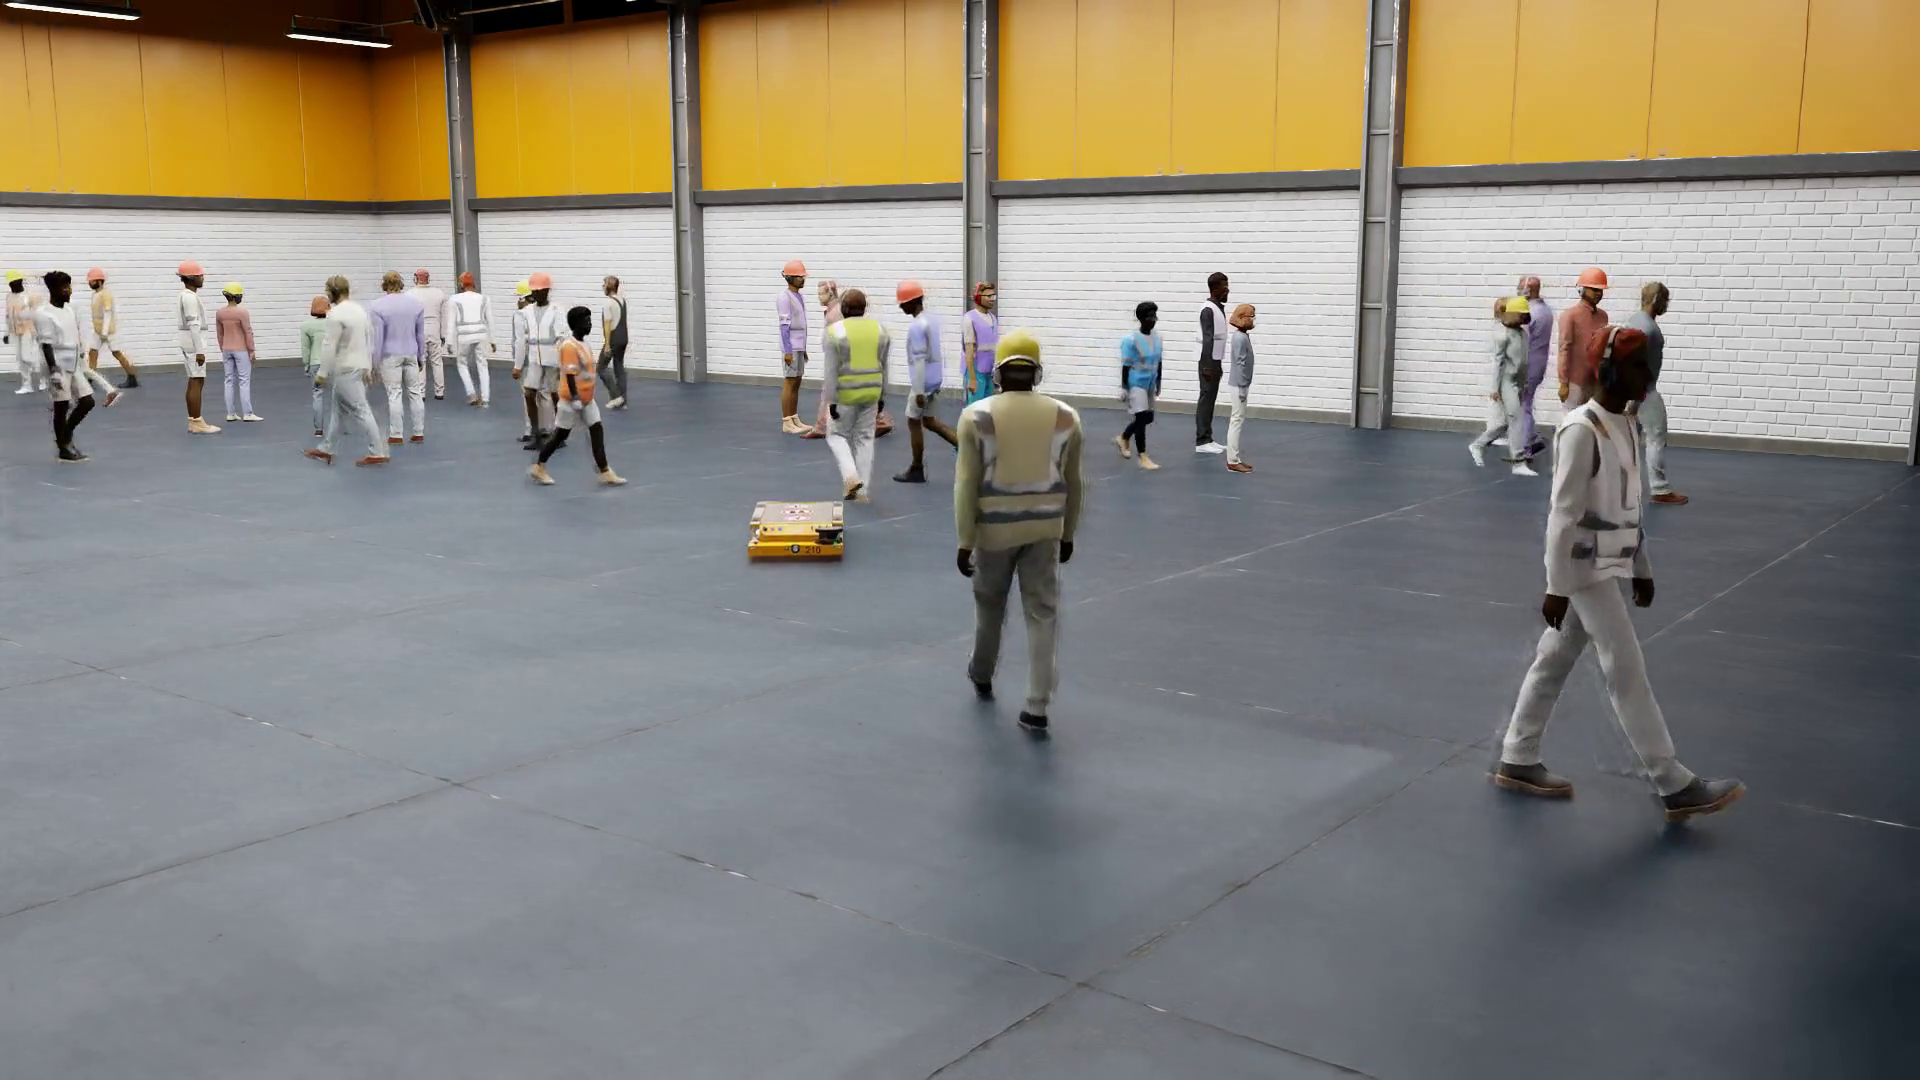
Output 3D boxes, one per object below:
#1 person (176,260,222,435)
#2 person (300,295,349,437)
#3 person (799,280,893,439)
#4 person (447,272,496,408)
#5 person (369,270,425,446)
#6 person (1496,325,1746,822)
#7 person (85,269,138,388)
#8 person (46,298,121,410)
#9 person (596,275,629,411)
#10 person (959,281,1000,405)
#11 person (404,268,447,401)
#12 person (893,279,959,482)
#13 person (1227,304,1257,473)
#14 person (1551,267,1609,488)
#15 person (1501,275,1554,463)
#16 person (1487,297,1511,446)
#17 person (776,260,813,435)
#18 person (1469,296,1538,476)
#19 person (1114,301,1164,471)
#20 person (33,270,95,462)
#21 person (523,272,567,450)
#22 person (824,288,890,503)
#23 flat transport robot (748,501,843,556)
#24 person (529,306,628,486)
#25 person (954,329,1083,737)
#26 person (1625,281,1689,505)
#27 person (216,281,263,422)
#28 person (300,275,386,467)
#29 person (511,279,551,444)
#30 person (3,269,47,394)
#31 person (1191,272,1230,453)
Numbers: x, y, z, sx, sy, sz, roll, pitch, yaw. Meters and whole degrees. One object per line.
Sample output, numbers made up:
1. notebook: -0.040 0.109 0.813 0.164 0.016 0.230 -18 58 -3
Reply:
1. person: -8.966 -2.259 19.549 0.374 2.043 0.613 -6 11 -32
2. person: -7.364 -2.013 19.300 0.501 1.636 0.280 -2 10 -13
3. person: -1.279 -2.050 18.994 1.045 1.832 0.647 -2 10 -10
4. person: -6.725 -2.741 22.884 0.681 1.855 0.587 -6 11 -31
5. person: -6.206 -2.002 18.379 0.629 1.933 0.379 -9 14 -44
6. person: 2.497 0.128 6.247 0.951 1.832 0.606 7 12 34
7. person: -13.387 -3.288 26.007 0.561 1.889 0.986 7 12 37
8. person: -12.026 -2.695 22.732 0.891 1.833 0.507 -6 11 -30
9. person: -4.677 -2.642 22.398 0.429 1.825 0.536 4 10 21
10. person: 0.202 -1.608 16.332 0.389 1.846 0.567 5 11 25
11. person: -7.749 -2.966 24.062 0.643 1.908 0.408 -9 13 -41
12. person: -0.250 -1.440 15.226 0.719 1.888 0.620 3 10 18
13. person: 2.742 -1.477 16.189 0.270 1.632 0.508 2 10 9
14. person: 5.573 -1.428 14.860 0.622 1.990 0.395 -6 12 -33
15. person: 5.718 -1.725 16.856 0.432 1.894 0.669 8 12 38
16. person: 5.999 -1.871 18.451 0.308 1.645 0.514 4 10 22
17. person: -1.933 -2.267 19.598 0.378 2.044 0.607 2 10 13
18. person: 5.288 -1.503 16.106 0.492 1.719 0.774 -8 13 -39
19. person: 1.708 -1.527 16.368 0.562 1.666 0.651 -9 13 -41
20. person: -9.057 -1.745 16.816 0.420 1.948 0.613 1 10 4
21. person: -4.480 -1.908 17.863 0.547 1.913 0.658 3 10 14
22. person: -0.882 -1.205 14.040 0.629 1.828 0.438 -5 11 -28
23. flat transport robot: -1.180 -0.100 12.134 0.652 0.197 1.431 -1 10 -4
24. person: -3.531 -1.303 15.128 0.885 1.654 0.540 2 10 9
25. person: 0.254 -0.061 7.534 0.606 1.769 0.941 -2 10 -9
26. person: 5.723 -1.256 14.160 0.923 1.902 0.618 3 10 15
27. person: -9.128 -2.372 21.012 0.525 1.769 0.308 3 10 17
28. person: -6.167 -1.654 16.444 0.978 1.891 0.629 0 10 1
29. person: -4.802 -1.991 18.596 0.403 1.835 0.586 4 11 22
30. person: -14.228 -3.168 25.279 0.588 1.897 0.461 4 10 20
31. person: 2.686 -1.896 17.798 0.394 1.919 0.590 3 10 19
